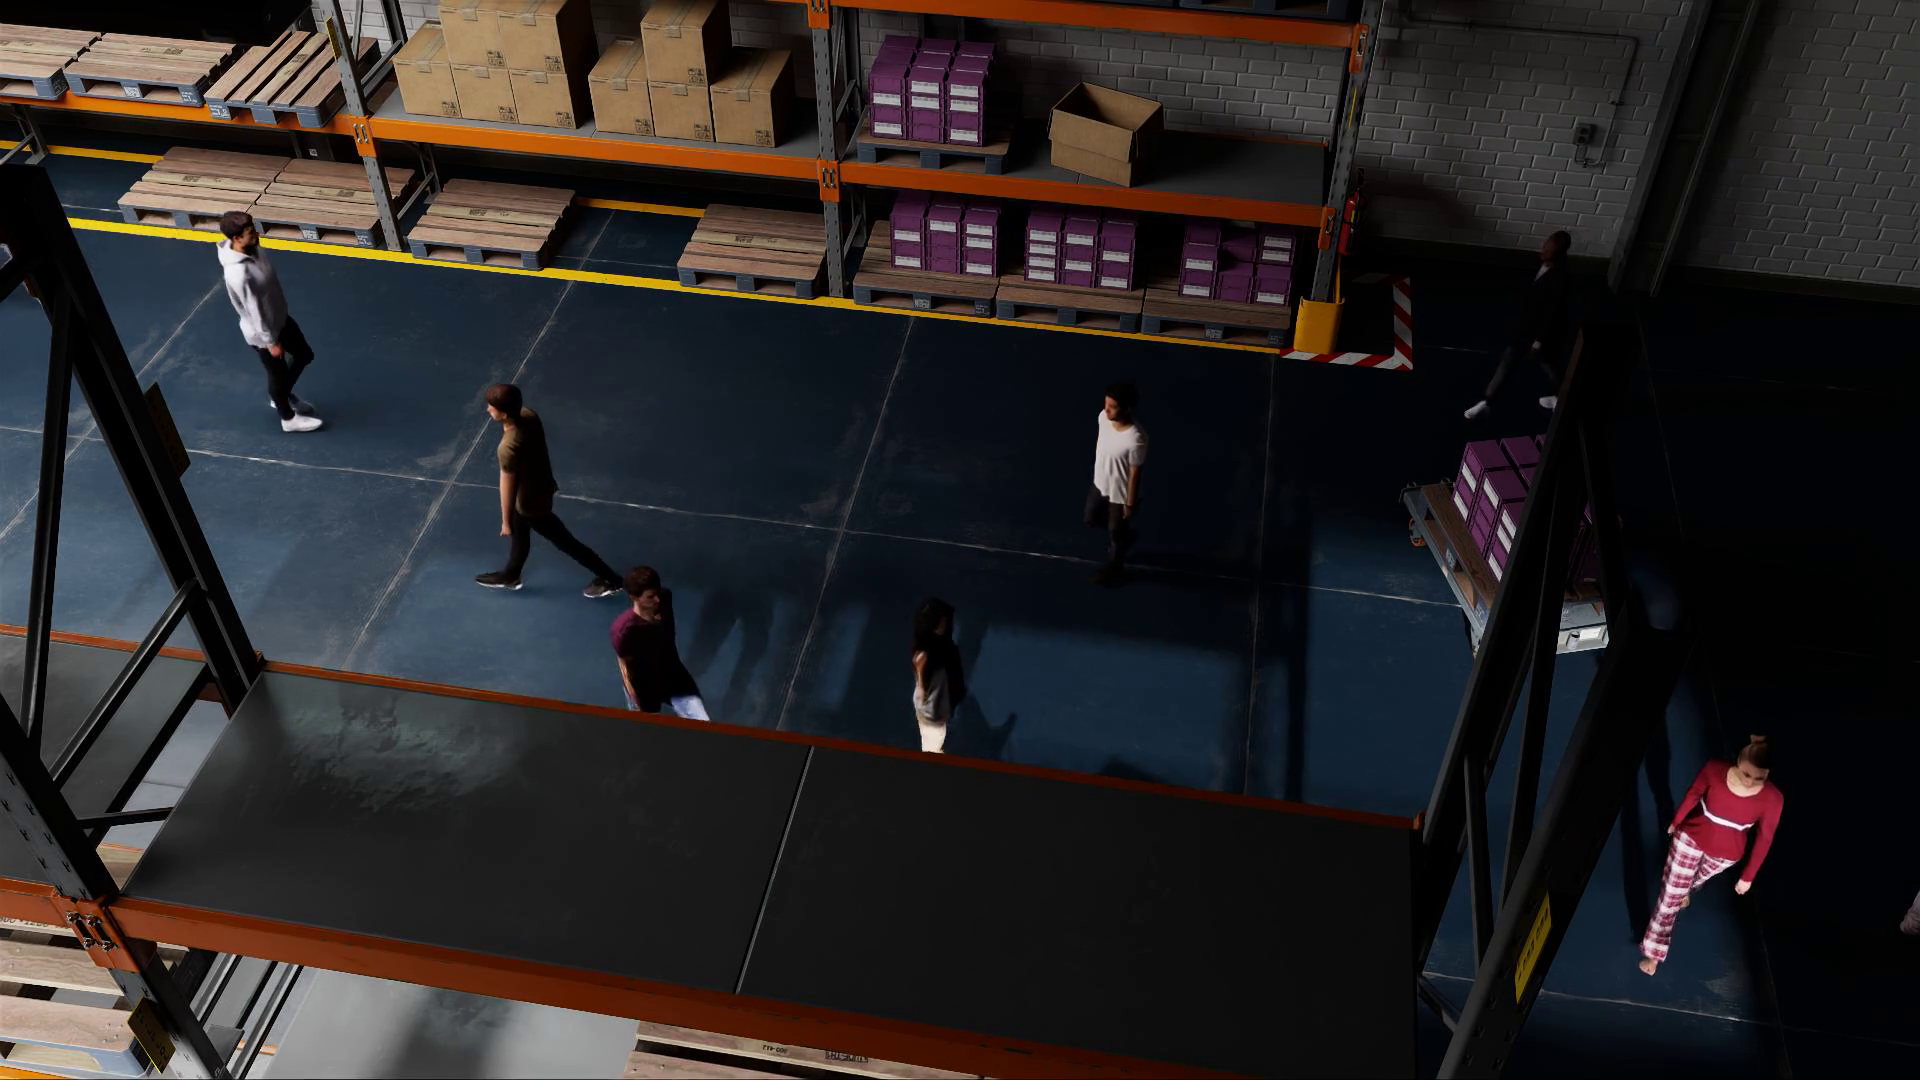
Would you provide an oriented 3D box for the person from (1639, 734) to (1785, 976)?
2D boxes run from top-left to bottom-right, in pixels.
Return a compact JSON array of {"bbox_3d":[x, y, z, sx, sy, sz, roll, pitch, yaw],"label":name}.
[{"bbox_3d":[4.136,1.601,9.122,1.070,1.654,0.891,19,47,19],"label":"person"}]

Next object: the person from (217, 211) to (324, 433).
[{"bbox_3d":[-5.206,-1.569,12.261,0.725,1.914,0.730,-1,44,-1],"label":"person"}]

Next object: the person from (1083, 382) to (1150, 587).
[{"bbox_3d":[1.125,-0.396,11.178,0.859,1.711,0.799,-24,49,-23],"label":"person"}]

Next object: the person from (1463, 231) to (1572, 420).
[{"bbox_3d":[4.432,-1.592,12.441,1.244,1.700,0.943,-2,44,-2],"label":"person"}]

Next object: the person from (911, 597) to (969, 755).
[{"bbox_3d":[-0.016,0.969,9.791,0.859,1.648,0.649,13,45,13],"label":"person"}]

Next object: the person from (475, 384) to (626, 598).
[{"bbox_3d":[-2.716,-0.265,10.972,1.324,1.804,0.810,1,44,1],"label":"person"}]

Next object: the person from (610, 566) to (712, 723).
[{"bbox_3d":[-1.873,0.791,9.846,1.027,1.828,0.888,27,50,26],"label":"person"}]
